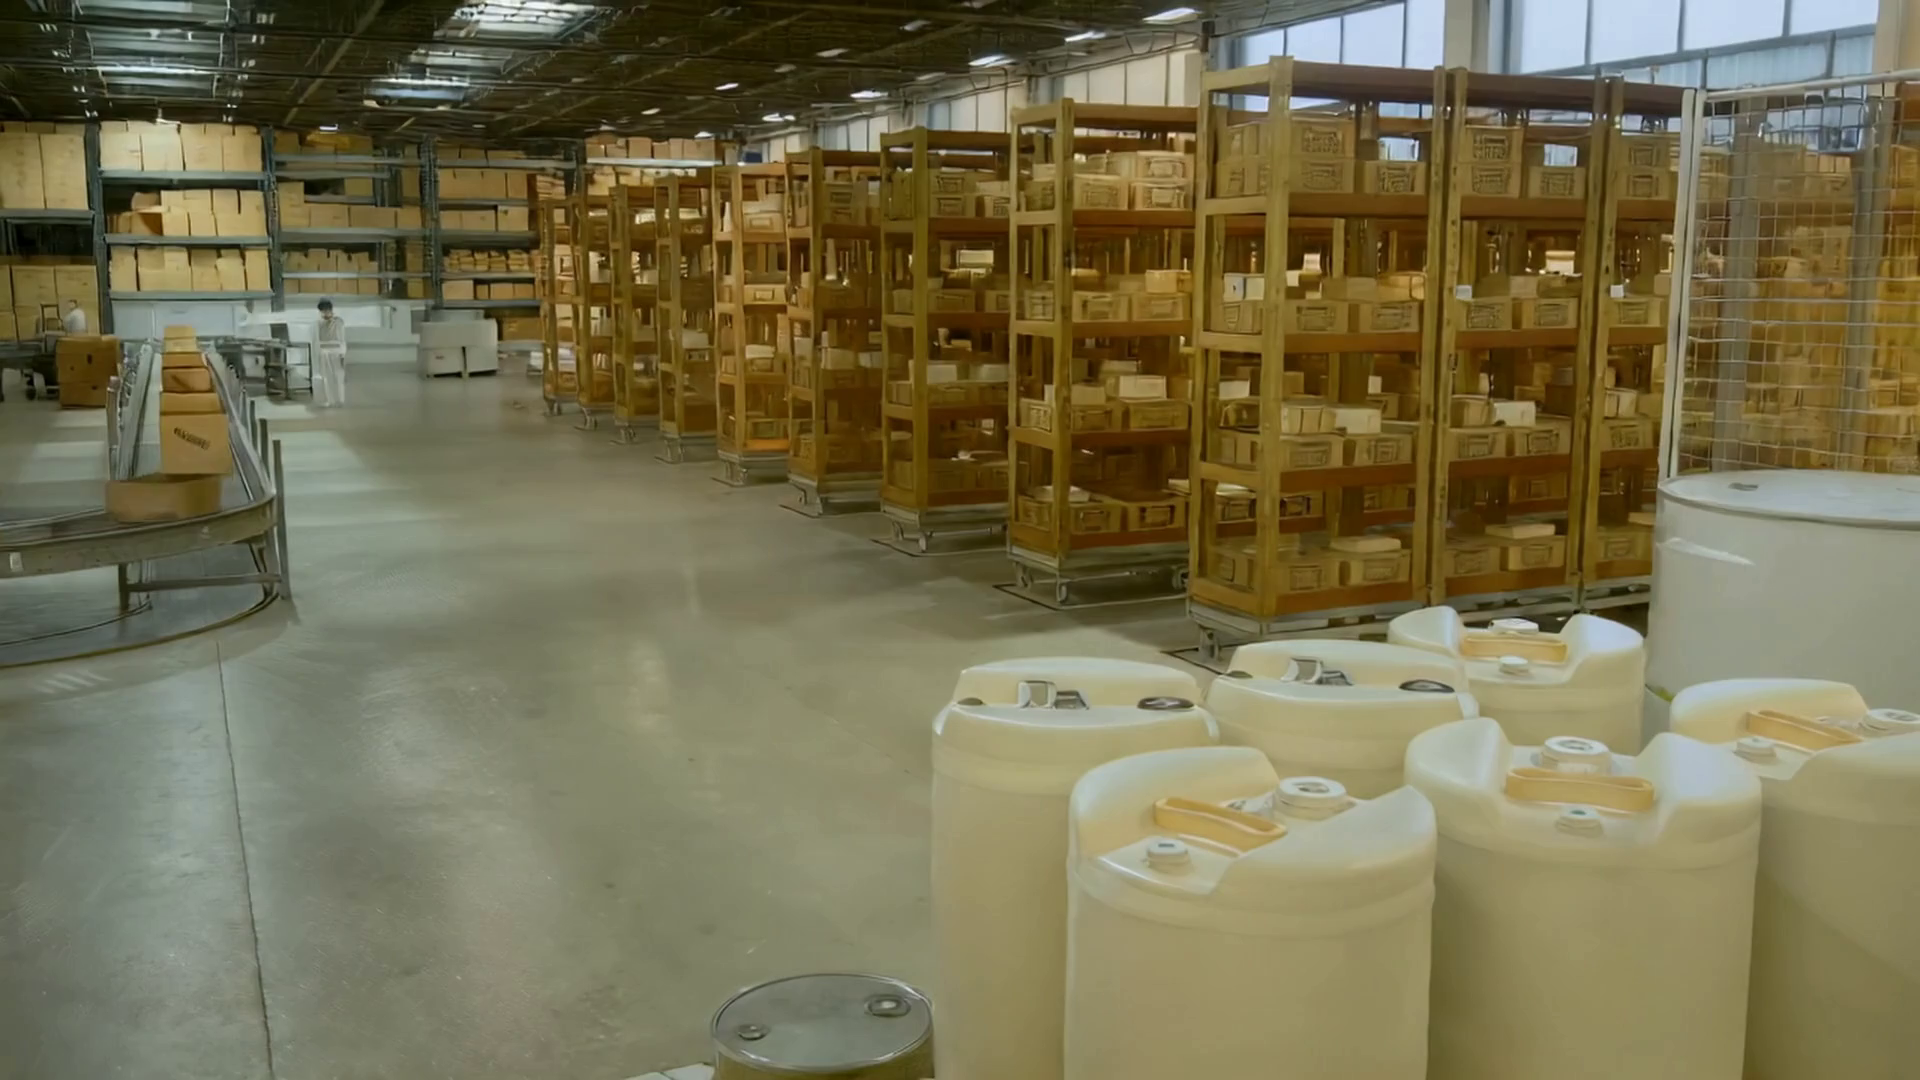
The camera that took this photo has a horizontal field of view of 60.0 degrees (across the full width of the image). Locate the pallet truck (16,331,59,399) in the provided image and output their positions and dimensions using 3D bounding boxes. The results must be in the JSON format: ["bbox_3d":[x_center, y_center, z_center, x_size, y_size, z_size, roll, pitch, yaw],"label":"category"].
[{"bbox_3d":[-17.082,-3.353,31.781,1.630,1.274,0.653,-4,10,-25],"label":"pallet truck"}]

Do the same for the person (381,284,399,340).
[{"bbox_3d":[-19.009,-7.526,55.511,0.622,1.996,0.369,0,9,1],"label":"person"}]

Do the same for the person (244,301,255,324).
[{"bbox_3d":[-17.990,-5.234,42.243,0.370,1.681,0.562,-6,11,-32],"label":"person"}]

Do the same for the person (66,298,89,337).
[{"bbox_3d":[-20.245,-4.637,38.144,0.403,1.826,0.592,3,10,17],"label":"person"}]

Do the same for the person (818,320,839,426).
[{"bbox_3d":[-1.894,-2.345,23.912,0.518,1.814,0.615,-7,11,-37],"label":"person"}]

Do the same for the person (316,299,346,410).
[{"bbox_3d":[-10.983,-3.228,29.026,0.602,1.939,0.397,3,10,20],"label":"person"}]
